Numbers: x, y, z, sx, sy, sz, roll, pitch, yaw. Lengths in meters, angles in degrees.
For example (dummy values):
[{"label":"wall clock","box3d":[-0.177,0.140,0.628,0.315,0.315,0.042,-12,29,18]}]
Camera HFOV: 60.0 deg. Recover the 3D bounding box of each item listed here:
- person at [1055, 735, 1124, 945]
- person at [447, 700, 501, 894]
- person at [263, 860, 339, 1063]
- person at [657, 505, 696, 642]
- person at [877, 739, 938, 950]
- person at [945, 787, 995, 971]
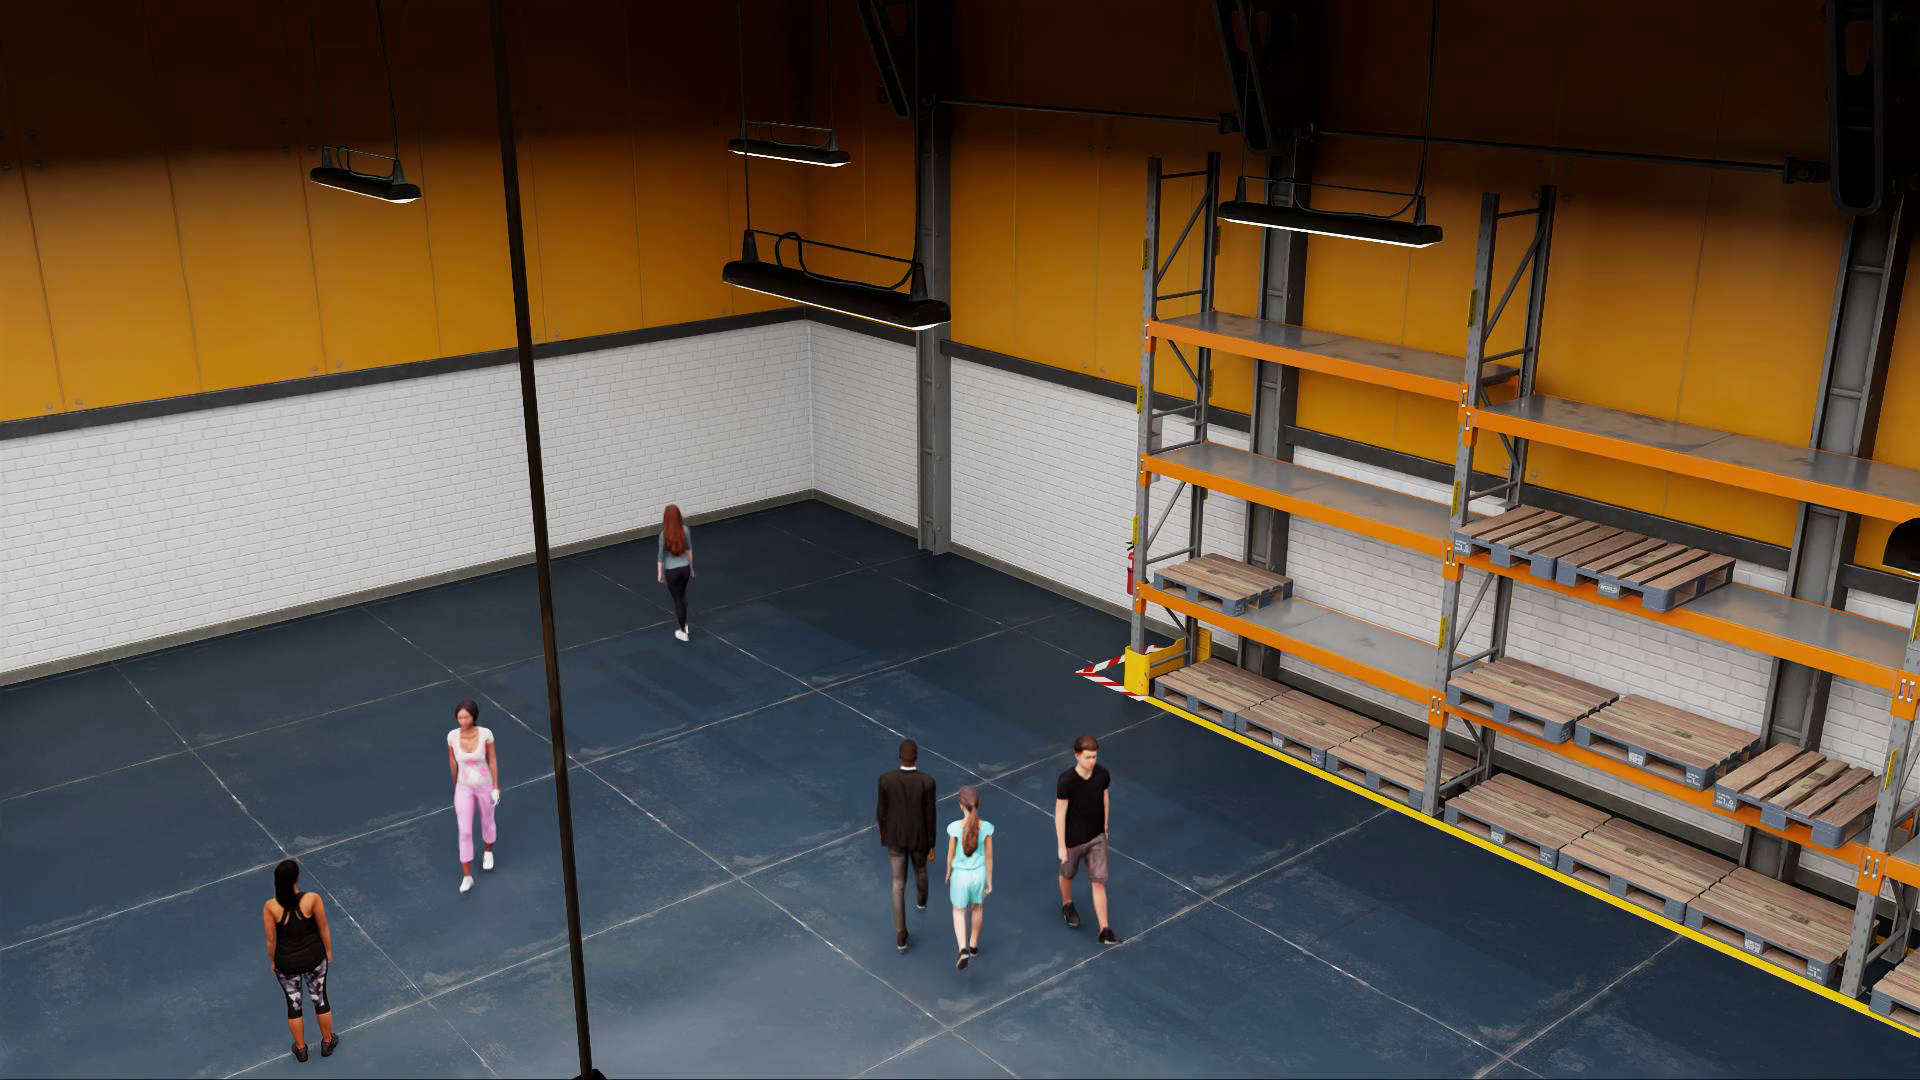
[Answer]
[{"label":"person","box3d":[0.994,2.471,14.078,0.958,1.820,1.247,-7,20,-19]},{"label":"person","box3d":[-4.344,2.219,14.996,0.886,1.712,1.071,-4,19,-11]},{"label":"person","box3d":[-4.927,3.115,12.414,0.642,1.662,0.603,-7,20,-21]},{"label":"person","box3d":[-3.408,0.427,20.279,0.608,1.736,0.602,-13,23,-34]},{"label":"person","box3d":[-0.449,2.565,13.894,1.135,1.759,1.213,1,19,4]},{"label":"person","box3d":[0.080,2.780,13.593,0.850,1.544,0.980,-2,19,-6]}]
